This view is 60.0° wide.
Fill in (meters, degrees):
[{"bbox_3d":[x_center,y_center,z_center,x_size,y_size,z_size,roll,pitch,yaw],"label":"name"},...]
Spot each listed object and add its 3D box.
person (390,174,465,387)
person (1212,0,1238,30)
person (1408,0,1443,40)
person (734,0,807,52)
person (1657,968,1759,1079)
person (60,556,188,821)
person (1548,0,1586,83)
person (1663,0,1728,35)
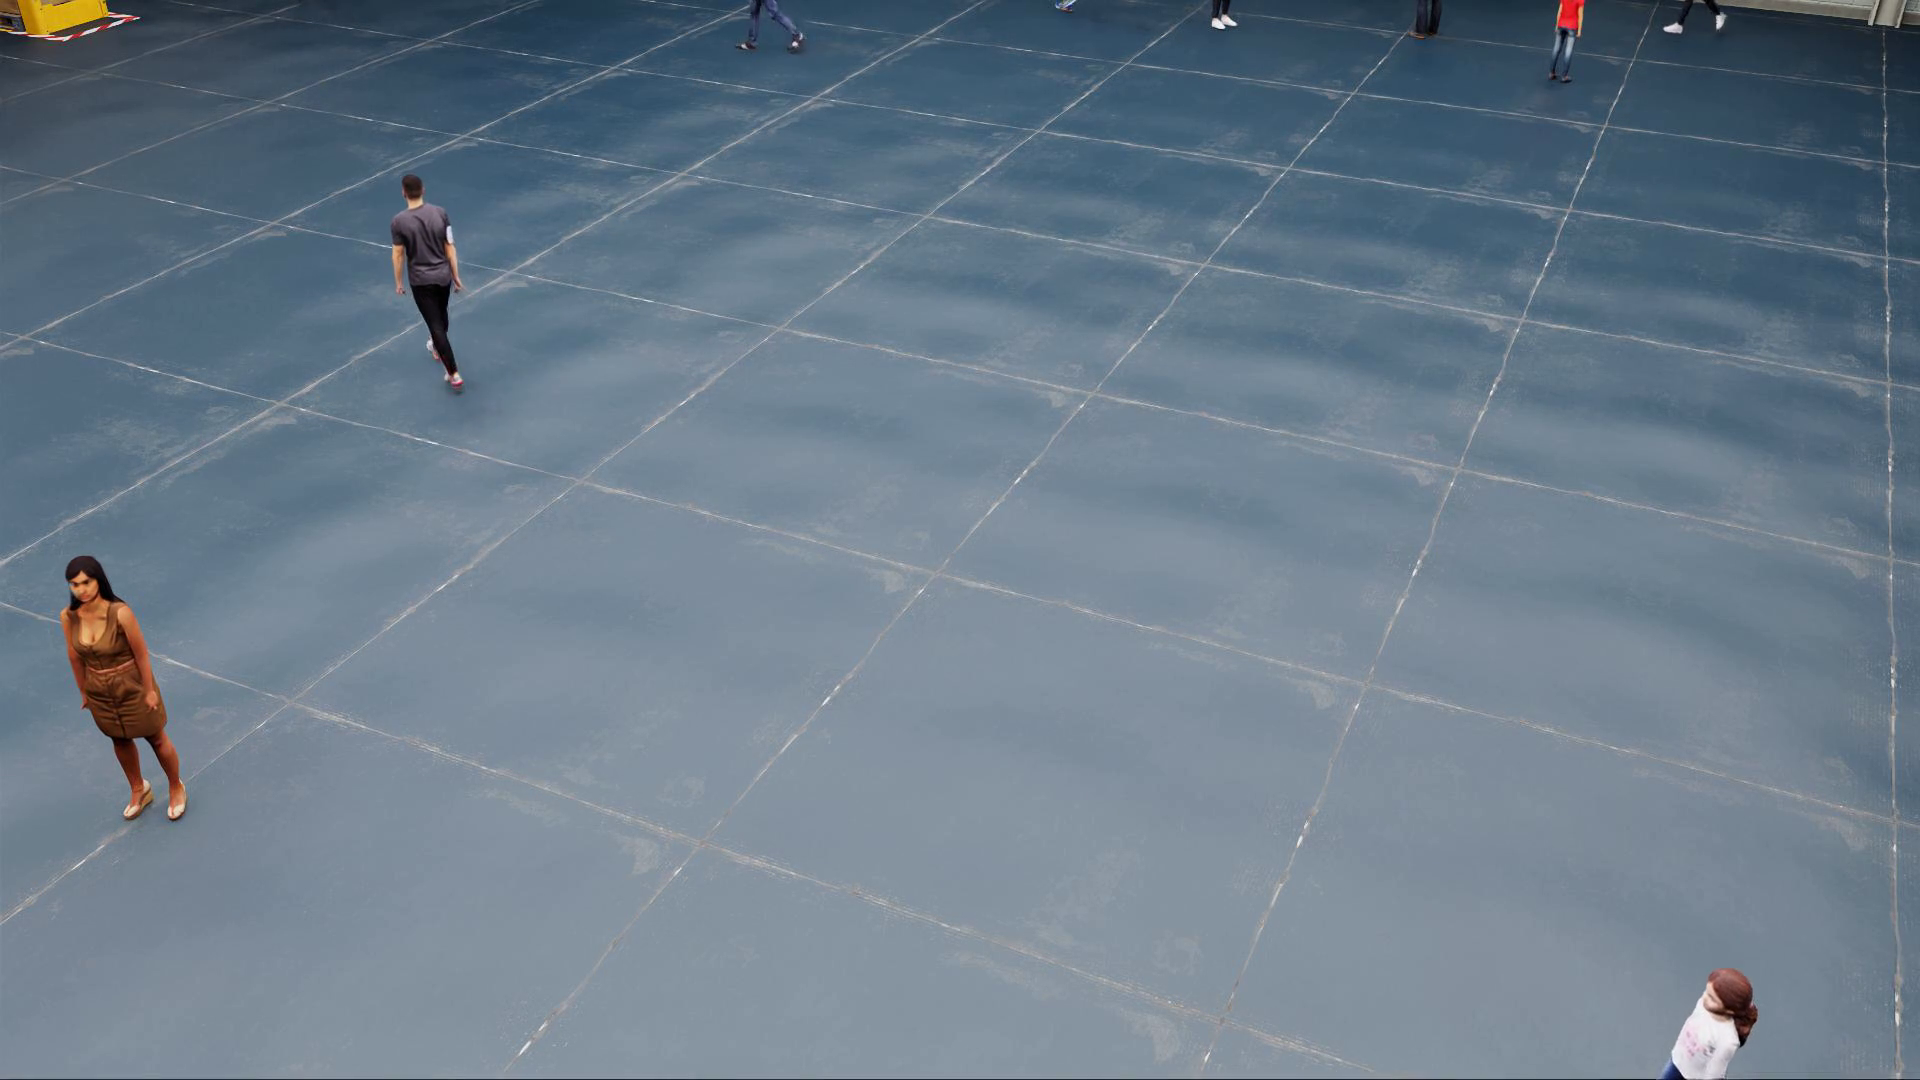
[{"bbox_3d":[-4.302,-2.074,13.564,1.032,1.721,1.255,-20,37,-28],"label":"person"},{"bbox_3d":[3.689,-7.933,22.872,0.679,1.700,0.656,-28,42,-37],"label":"person"},{"bbox_3d":[6.375,-7.725,22.431,0.735,1.818,0.773,-14,35,-21],"label":"person"},{"bbox_3d":[-2.462,-7.293,21.729,1.279,1.836,1.039,-3,32,-4],"label":"person"},{"bbox_3d":[3.270,2.294,7.232,0.837,1.089,0.679,-2,32,-4],"label":"person"},{"bbox_3d":[-4.543,0.815,9.013,0.568,1.690,0.697,1,32,2],"label":"person"},{"bbox_3d":[7.610,-6.417,20.835,0.493,1.309,0.605,26,41,35],"label":"person"},{"bbox_3d":[10.134,-7.686,22.479,1.198,1.701,0.973,-3,32,-5],"label":"person"}]
